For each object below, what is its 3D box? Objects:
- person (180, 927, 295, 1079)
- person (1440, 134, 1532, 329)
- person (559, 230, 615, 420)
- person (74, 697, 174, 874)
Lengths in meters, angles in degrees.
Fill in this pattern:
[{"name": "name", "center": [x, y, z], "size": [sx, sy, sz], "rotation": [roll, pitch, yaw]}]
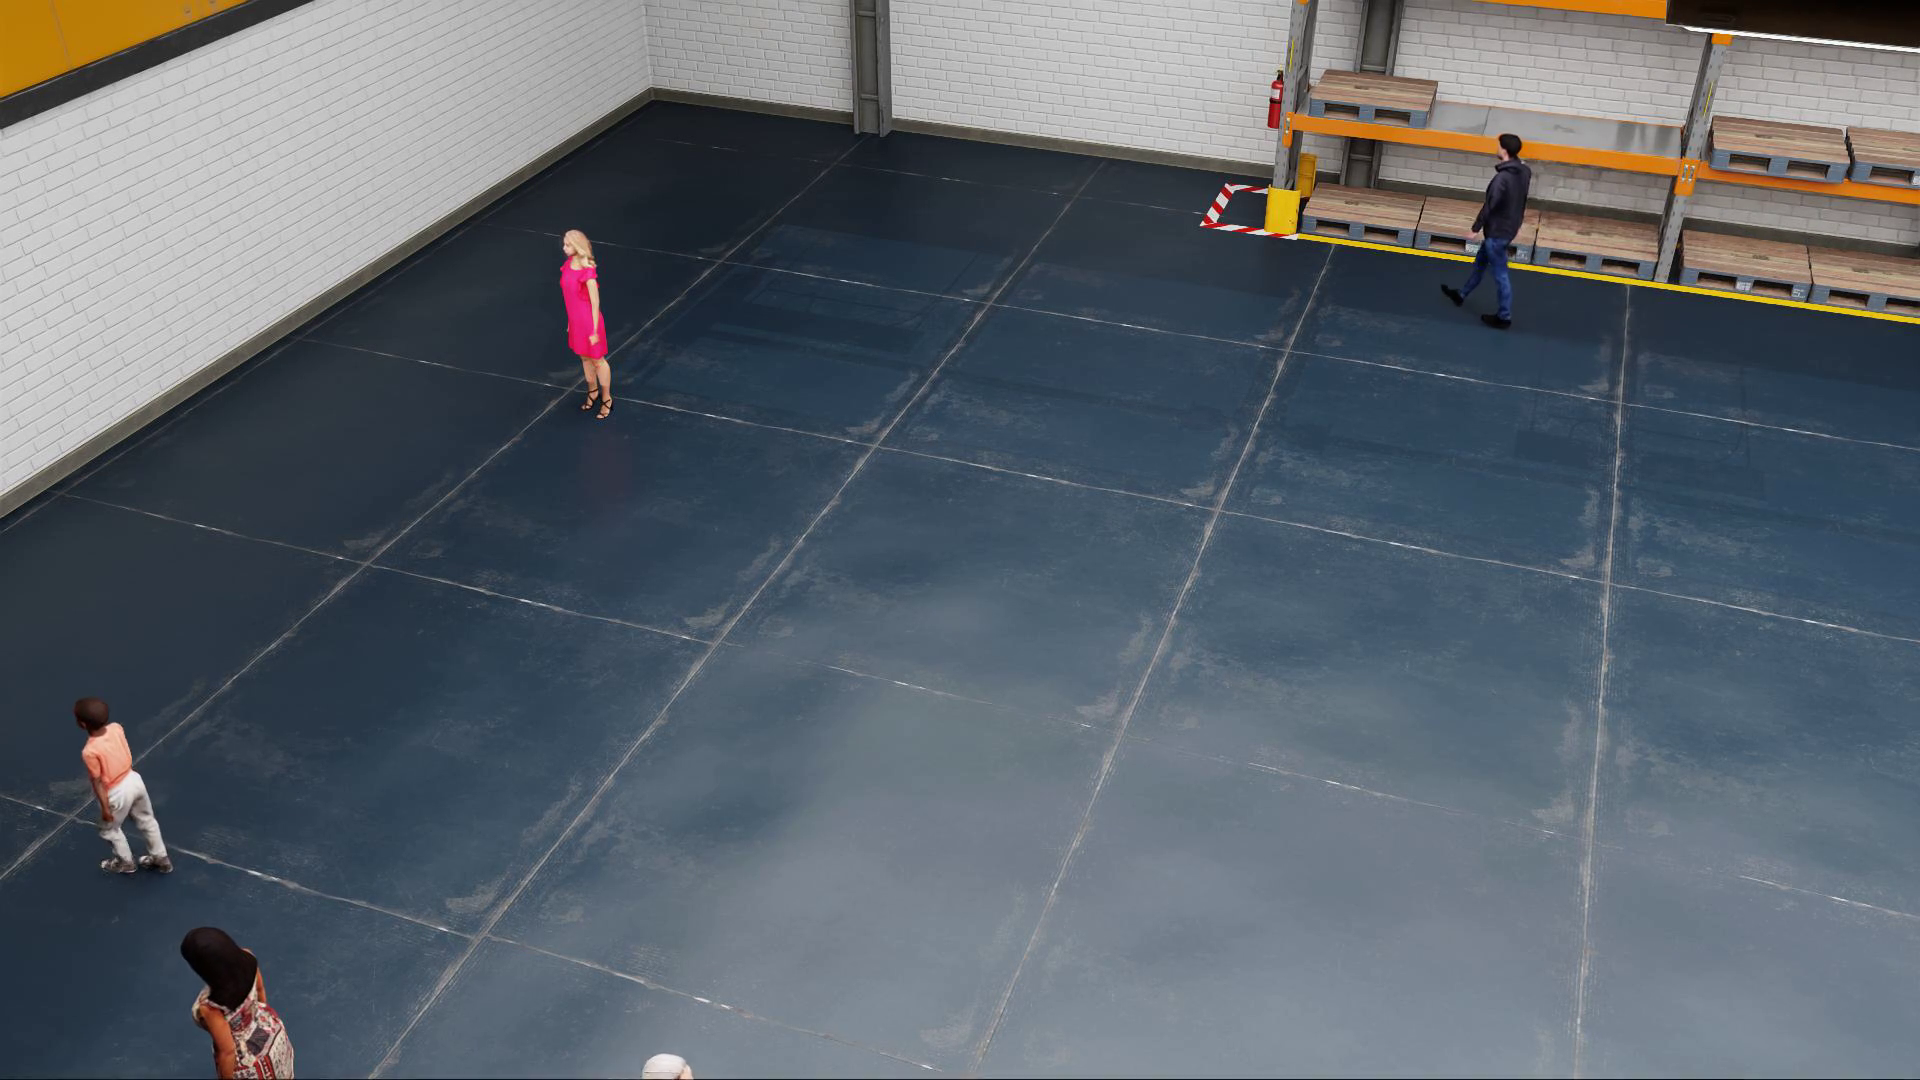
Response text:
[{"name": "person", "center": [-3.384, 2.437, 7.936], "size": [0.620, 1.643, 0.701], "rotation": [3, 34, 4]}, {"name": "person", "center": [5.186, -2.872, 15.734], "size": [1.190, 1.851, 0.979], "rotation": [28, 43, 35]}, {"name": "person", "center": [-3.217, -1.879, 14.350], "size": [0.602, 1.729, 0.709], "rotation": [28, 43, 36]}, {"name": "person", "center": [-4.854, 1.467, 9.705], "size": [0.626, 1.300, 0.512], "rotation": [10, 35, 14]}]
